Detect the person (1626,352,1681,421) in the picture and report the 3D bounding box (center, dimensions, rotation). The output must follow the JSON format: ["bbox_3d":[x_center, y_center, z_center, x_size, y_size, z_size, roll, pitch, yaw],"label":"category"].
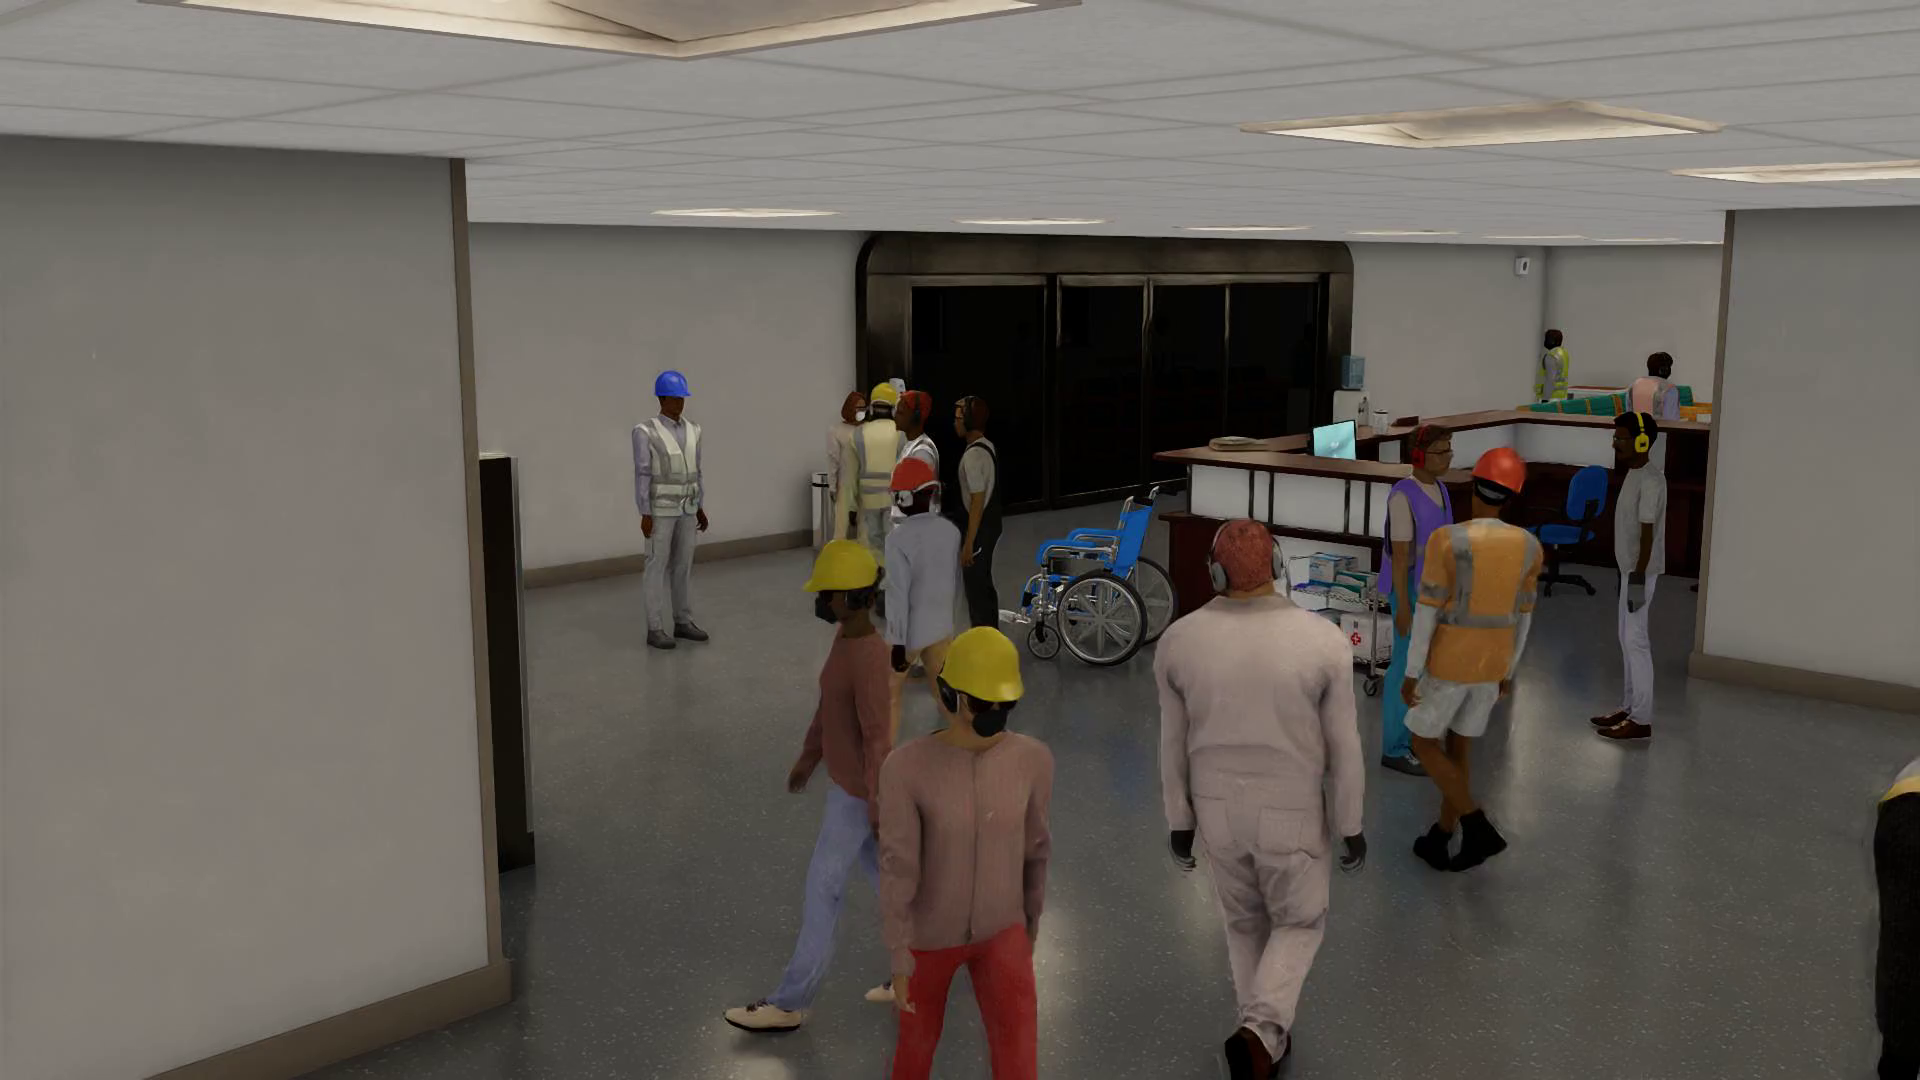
[{"bbox_3d":[6.878,-0.936,16.463,0.429,1.845,0.622,-4,10,-23],"label":"person"}]

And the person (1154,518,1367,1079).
[{"bbox_3d":[0.928,0.872,5.255,0.678,1.870,0.729,4,10,25],"label":"person"}]

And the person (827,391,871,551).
[{"bbox_3d":[-0.892,-0.449,14.145,0.500,1.628,0.284,-5,10,-27],"label":"person"}]

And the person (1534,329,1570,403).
[{"bbox_3d":[8.066,-1.958,22.728,0.429,1.842,0.637,7,11,35],"label":"person"}]

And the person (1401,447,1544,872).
[{"bbox_3d":[2.224,0.546,7.225,0.608,1.894,0.581,-3,10,-17],"label":"person"}]

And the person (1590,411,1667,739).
[{"bbox_3d":[3.817,0.200,9.439,0.328,1.862,0.509,2,9,12],"label":"person"}]

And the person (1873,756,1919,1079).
[{"bbox_3d":[2.406,1.111,3.989,0.636,1.815,0.864,-5,10,-27],"label":"person"}]

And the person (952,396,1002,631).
[{"bbox_3d":[0.102,-0.011,10.768,0.328,1.844,0.514,2,9,12],"label":"person"}]

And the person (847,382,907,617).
[{"bbox_3d":[-0.588,-0.318,12.842,0.580,1.789,0.915,2,9,10],"label":"person"}]

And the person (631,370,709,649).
[{"bbox_3d":[-2.034,-0.222,11.746,0.388,1.949,0.602,7,12,37],"label":"person"}]

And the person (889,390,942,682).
[{"bbox_3d":[-0.296,-0.027,10.752,0.355,1.884,0.574,-1,9,-8],"label":"person"}]

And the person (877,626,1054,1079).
[{"bbox_3d":[0.016,1.070,4.546,0.530,1.717,0.907,-3,10,-18],"label":"person"}]

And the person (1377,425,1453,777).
[{"bbox_3d":[2.422,0.307,8.835,0.379,1.841,0.570,6,11,35],"label":"person"}]

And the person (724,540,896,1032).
[{"bbox_3d":[-0.434,0.853,5.852,0.783,1.728,0.529,-1,9,-8],"label":"person"}]
